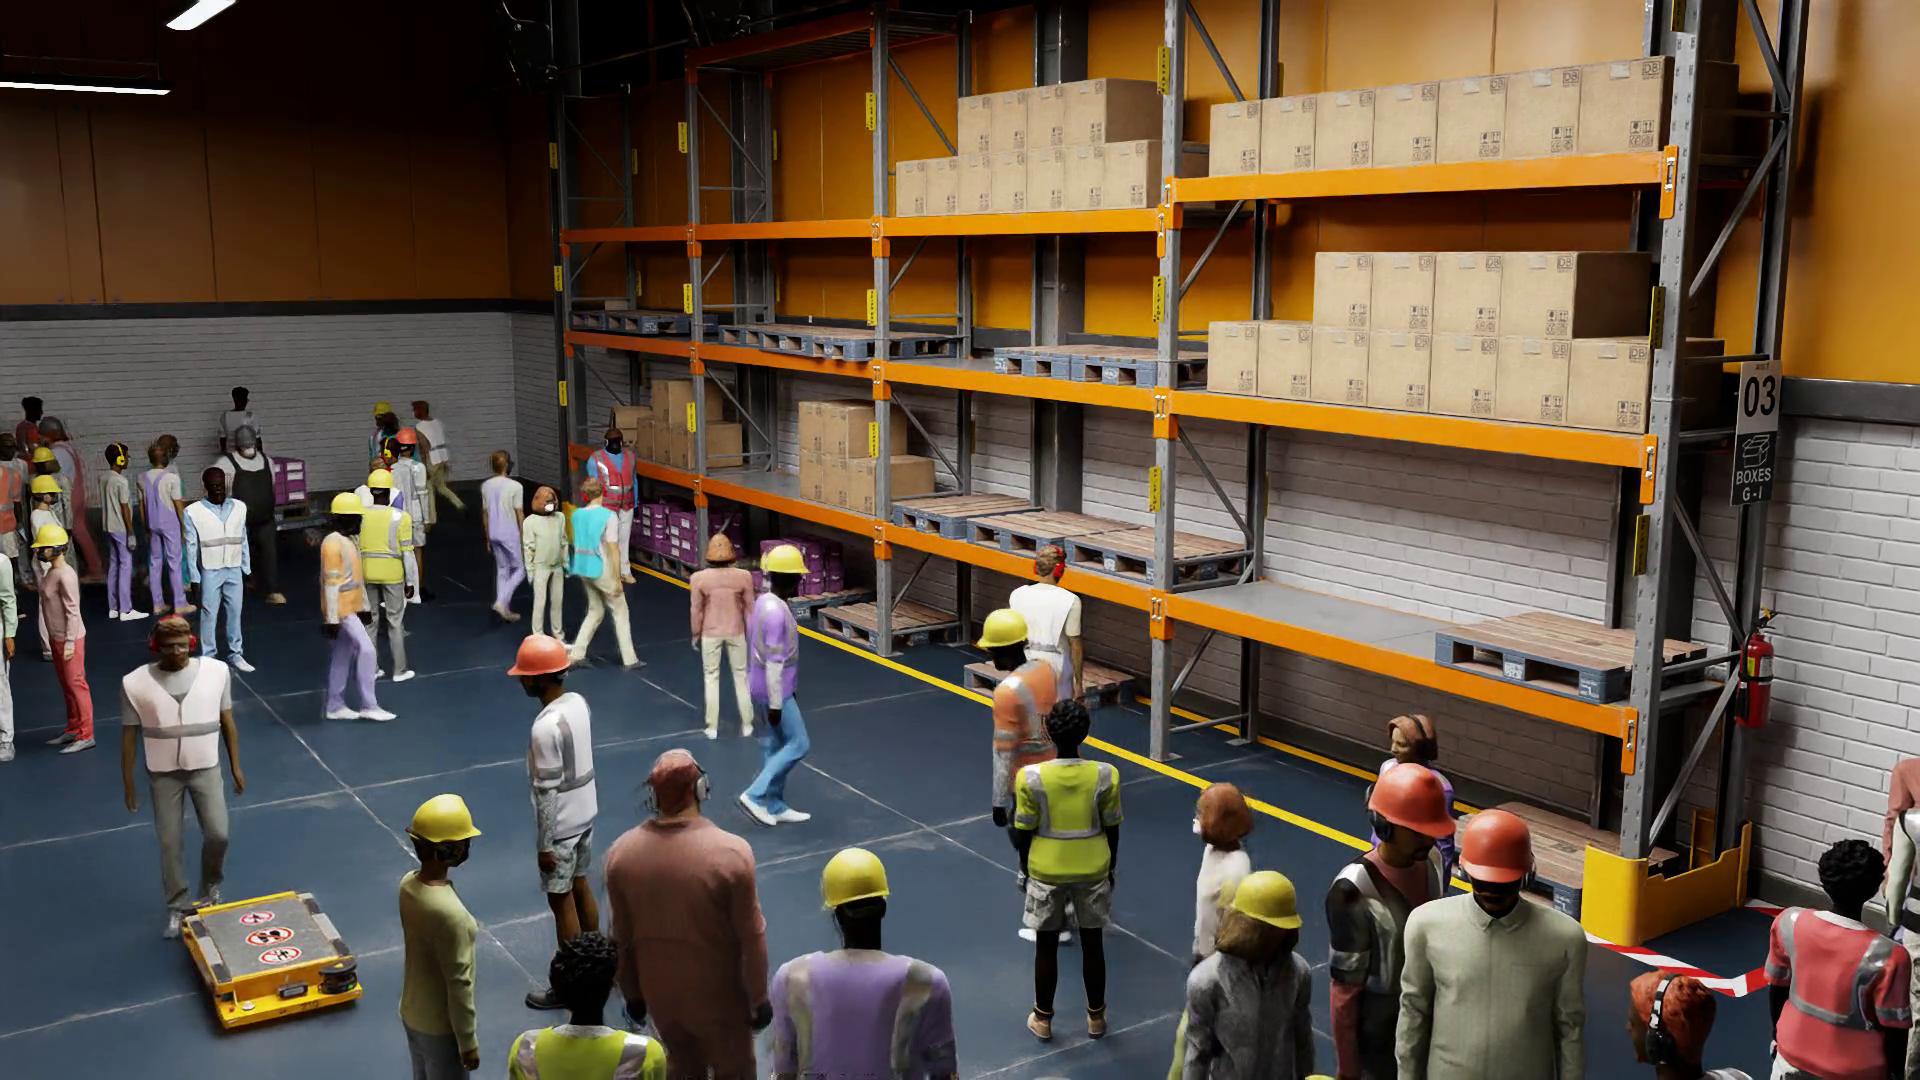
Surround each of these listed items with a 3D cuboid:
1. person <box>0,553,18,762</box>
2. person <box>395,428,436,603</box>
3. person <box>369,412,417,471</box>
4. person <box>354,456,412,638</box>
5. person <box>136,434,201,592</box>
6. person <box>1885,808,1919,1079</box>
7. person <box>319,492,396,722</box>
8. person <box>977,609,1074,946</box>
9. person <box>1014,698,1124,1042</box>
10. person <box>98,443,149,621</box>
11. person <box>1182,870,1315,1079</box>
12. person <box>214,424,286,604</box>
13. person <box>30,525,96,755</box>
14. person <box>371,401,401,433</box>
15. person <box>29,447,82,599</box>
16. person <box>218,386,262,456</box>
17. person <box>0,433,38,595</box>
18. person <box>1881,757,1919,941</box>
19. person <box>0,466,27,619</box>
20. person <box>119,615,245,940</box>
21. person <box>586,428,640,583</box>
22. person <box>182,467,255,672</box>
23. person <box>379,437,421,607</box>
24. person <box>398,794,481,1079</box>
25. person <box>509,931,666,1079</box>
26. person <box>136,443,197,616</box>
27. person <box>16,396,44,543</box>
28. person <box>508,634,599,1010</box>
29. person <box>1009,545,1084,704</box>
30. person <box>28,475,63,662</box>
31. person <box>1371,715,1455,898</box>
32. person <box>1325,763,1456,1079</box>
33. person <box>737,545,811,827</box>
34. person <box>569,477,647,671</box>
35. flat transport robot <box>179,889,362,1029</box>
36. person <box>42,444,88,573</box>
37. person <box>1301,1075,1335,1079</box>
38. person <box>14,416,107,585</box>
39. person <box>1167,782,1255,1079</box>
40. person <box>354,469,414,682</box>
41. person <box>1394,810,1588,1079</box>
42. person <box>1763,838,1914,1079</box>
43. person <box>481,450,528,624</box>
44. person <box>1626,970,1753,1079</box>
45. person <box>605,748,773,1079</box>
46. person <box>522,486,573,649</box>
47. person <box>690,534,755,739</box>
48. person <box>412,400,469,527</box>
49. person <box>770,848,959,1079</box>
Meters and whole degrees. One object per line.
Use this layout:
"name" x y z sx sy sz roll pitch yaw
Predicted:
"person" -7.406 0.716 12.488 0.607 1.948 0.390 -2 10 -12
"person" -6.068 -0.268 18.331 0.547 1.929 0.386 3 10 19
"person" -7.324 -0.731 21.392 0.634 1.806 0.837 0 10 -2
"person" -5.751 0.089 16.512 0.561 1.836 0.393 3 10 19
"person" -8.945 -0.278 18.743 0.684 1.806 0.584 -8 13 -40
"person" 4.366 1.745 7.349 0.514 1.640 0.315 7 12 36
"person" -4.895 0.556 13.562 0.733 1.900 0.606 -1 10 -8
"person" 0.374 1.306 9.171 0.573 1.889 0.611 4 10 23
"person" 0.522 1.596 8.048 0.534 1.700 0.318 -1 10 -5
"person" -8.802 -0.083 17.437 0.508 1.863 0.328 7 12 36
"person" 1.000 1.970 5.767 0.515 1.723 0.465 -4 10 -22
"person" -7.844 -0.315 18.270 0.688 2.000 0.815 -9 13 -44
"person" -6.905 0.756 12.787 0.314 1.768 0.527 -9 13 -42
"person" -7.912 -1.013 22.999 0.403 1.825 0.592 -8 13 -41
"person" -9.995 -0.166 18.300 0.488 1.735 0.338 2 10 10
"person" -10.230 -1.204 23.722 0.611 1.958 0.364 1 10 5
"person" -10.690 -0.291 18.725 0.343 1.839 0.503 6 11 32
"person" 4.632 1.598 7.838 0.527 1.771 0.312 5 11 25
"person" -10.089 -0.126 17.372 0.369 1.967 0.601 8 13 41
"person" -4.371 1.307 9.354 0.620 1.830 0.420 -6 11 -29
"person" -3.996 -0.387 19.282 0.631 1.840 0.428 -7 12 -37
"person" -6.723 0.285 15.105 0.377 1.917 0.599 7 12 37
"person" -6.114 -0.190 18.078 0.333 1.860 0.510 4 10 20
"person" -1.984 1.844 6.433 0.338 1.761 0.524 -7 12 -36
"person" -1.163 2.072 5.288 0.534 1.694 0.320 2 10 10
"person" -8.436 -0.111 17.645 0.506 1.846 0.345 1 10 7
"person" -12.338 -0.940 22.198 0.406 1.952 0.614 -9 13 -44
"person" -2.049 1.419 8.428 0.393 1.930 0.548 1 10 7
"person" 0.594 0.951 11.429 0.563 1.838 0.390 6 12 33
"person" -8.561 0.265 15.669 0.312 1.769 0.525 -3 10 -18
"person" 2.161 1.634 8.008 0.308 1.636 0.524 -4 11 -24
"person" 1.576 1.778 6.027 0.611 2.030 0.409 -9 13 -41
"person" -1.198 0.977 11.060 0.450 1.909 0.583 -2 10 -13
"person" -3.316 0.324 15.256 0.619 1.801 0.631 7 12 36
"flat transport robot" -3.694 2.173 8.850 0.652 0.197 1.431 -6 12 -32
"person" -10.550 -0.374 19.703 0.607 1.672 0.550 1 10 7
"person" 0.897 2.218 4.308 0.321 1.737 0.489 -9 13 -43
"person" -10.434 -0.463 19.135 1.043 2.000 0.700 -1 10 -7
"person" 1.131 1.804 7.140 0.877 1.588 0.513 0 10 1
"person" -5.163 0.322 14.905 0.582 1.919 0.395 0 10 1
"person" 1.789 1.863 5.650 0.616 1.986 0.408 3 10 15
"person" 3.229 1.922 6.134 0.315 1.700 0.540 -6 11 -32
"person" -4.689 -0.016 17.135 0.533 1.827 0.454 4 11 23
"person" 1.951 2.095 4.602 0.575 1.880 0.360 -6 11 -32
"person" -1.071 1.763 6.539 0.658 1.878 0.627 4 10 22
"person" -3.966 0.284 15.978 0.280 1.624 0.505 7 12 37
"person" -1.870 0.766 13.153 0.524 1.626 0.295 -3 10 -15
"person" -7.320 -1.056 23.279 0.639 1.817 0.581 3 10 15
"person" -0.300 1.945 5.511 0.627 1.857 0.951 2 10 9
